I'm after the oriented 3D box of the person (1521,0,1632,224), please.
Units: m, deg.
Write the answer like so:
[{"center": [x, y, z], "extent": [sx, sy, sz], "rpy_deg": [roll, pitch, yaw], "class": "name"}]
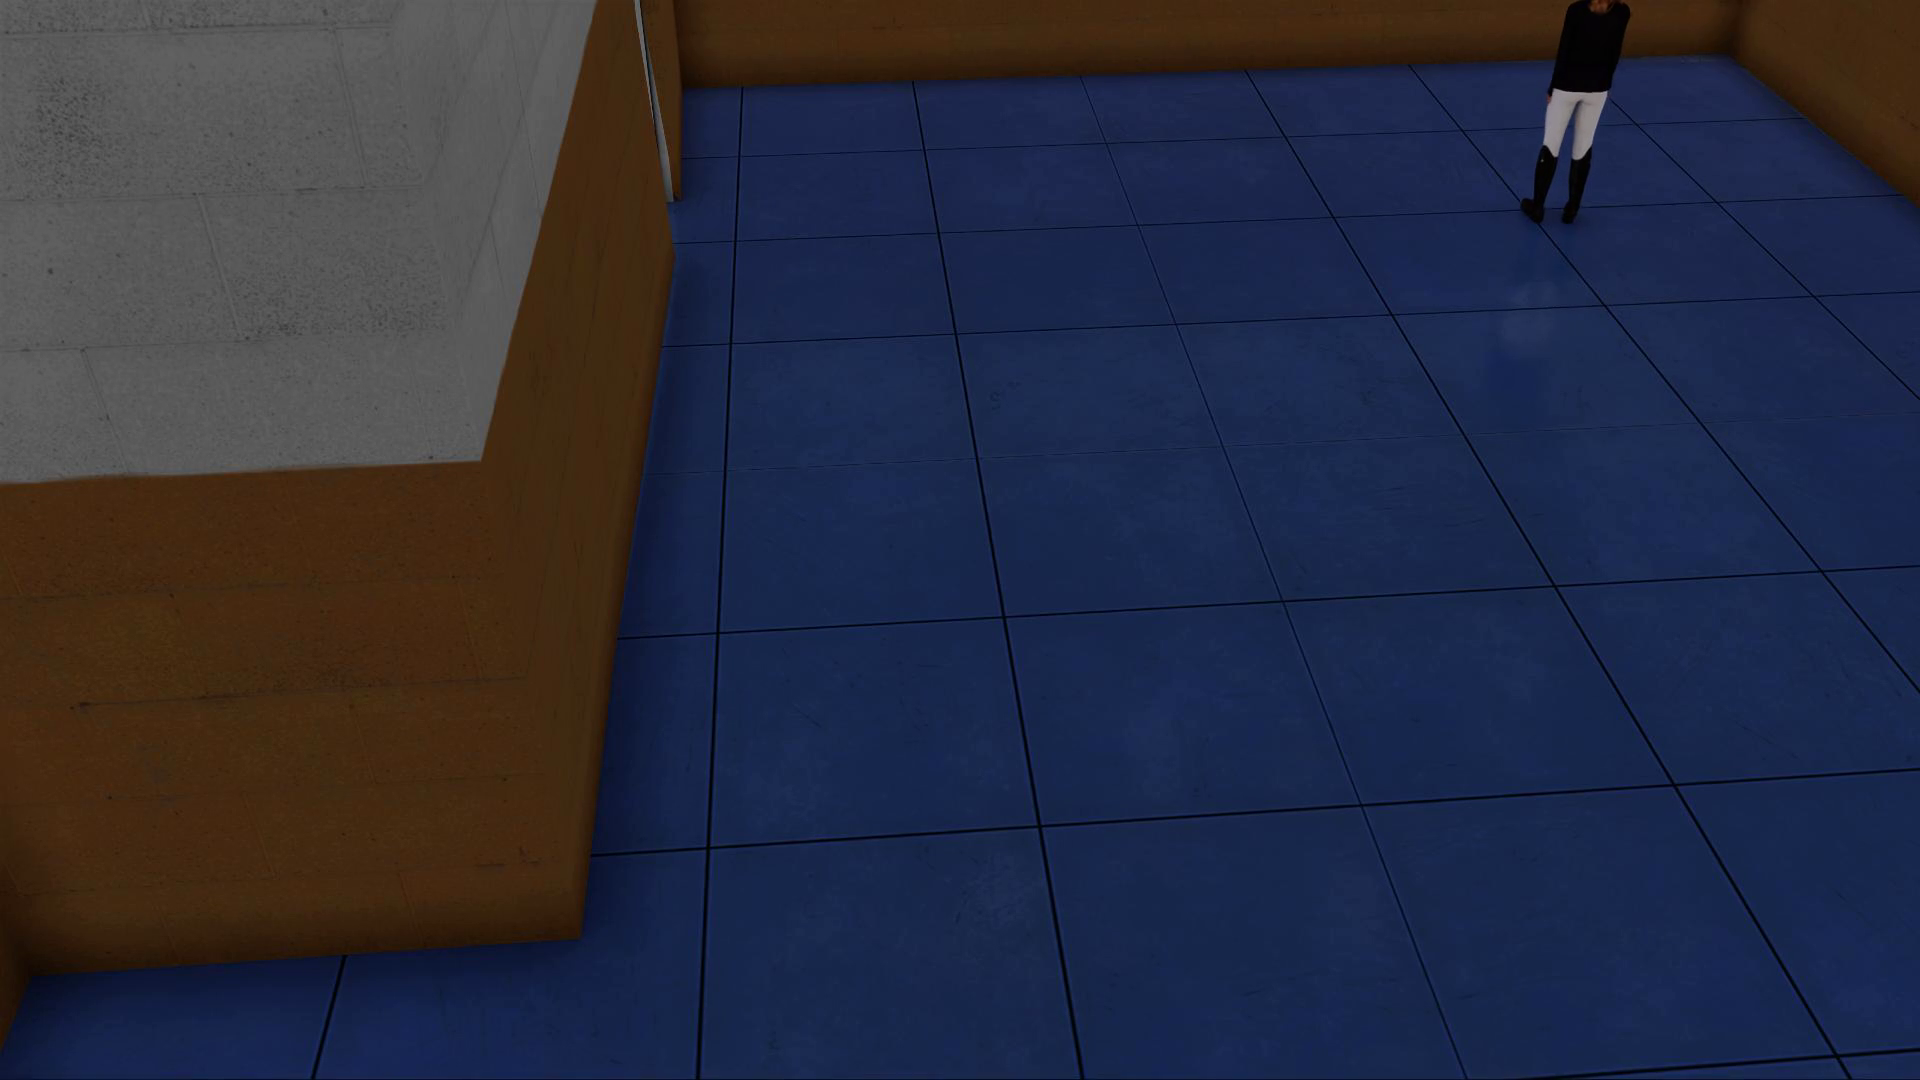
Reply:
[{"center": [3.963, -2.852, 10.623], "extent": [0.504, 1.729, 0.634], "rpy_deg": [1, 37, 1], "class": "person"}]
